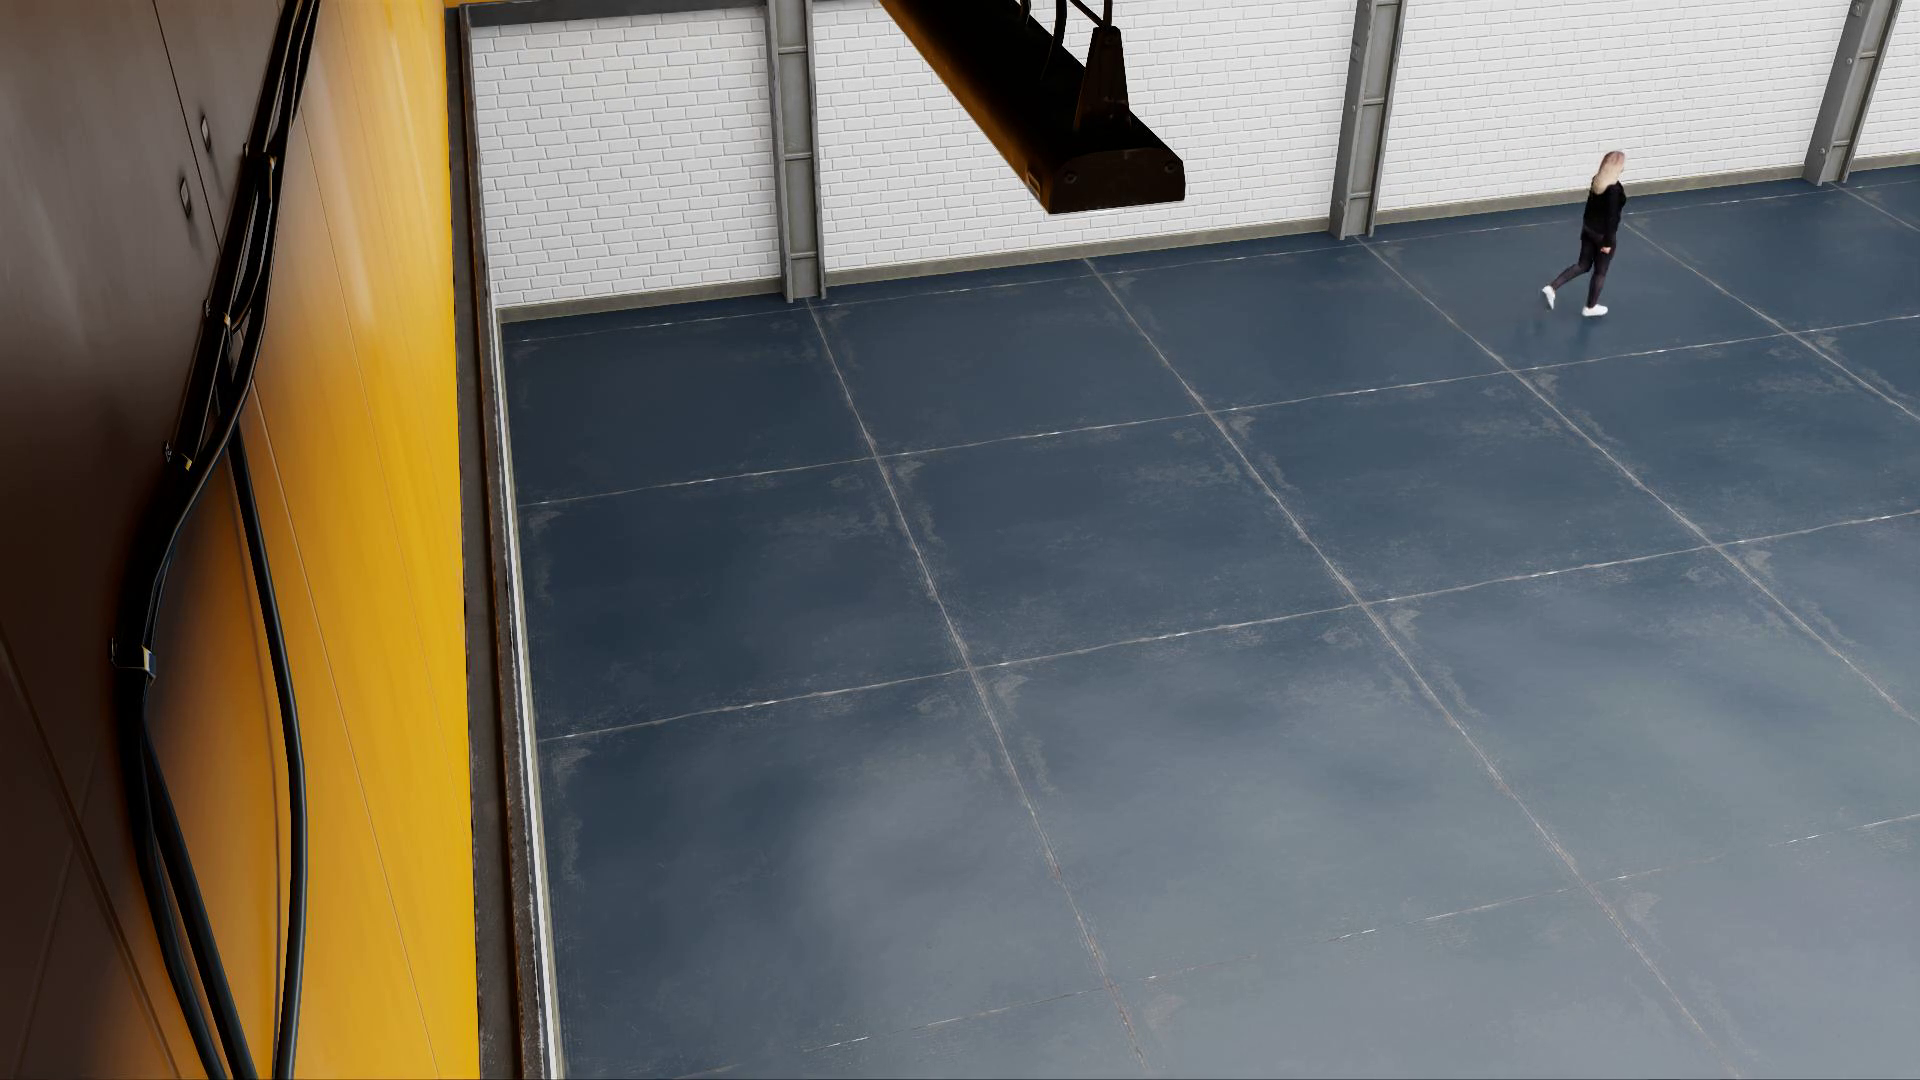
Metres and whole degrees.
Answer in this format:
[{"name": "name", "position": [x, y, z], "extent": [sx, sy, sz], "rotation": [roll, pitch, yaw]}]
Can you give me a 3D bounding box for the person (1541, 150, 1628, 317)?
[{"name": "person", "position": [5.984, -2.873, 15.816], "extent": [0.959, 1.667, 0.649], "rotation": [-6, 34, -9]}]
